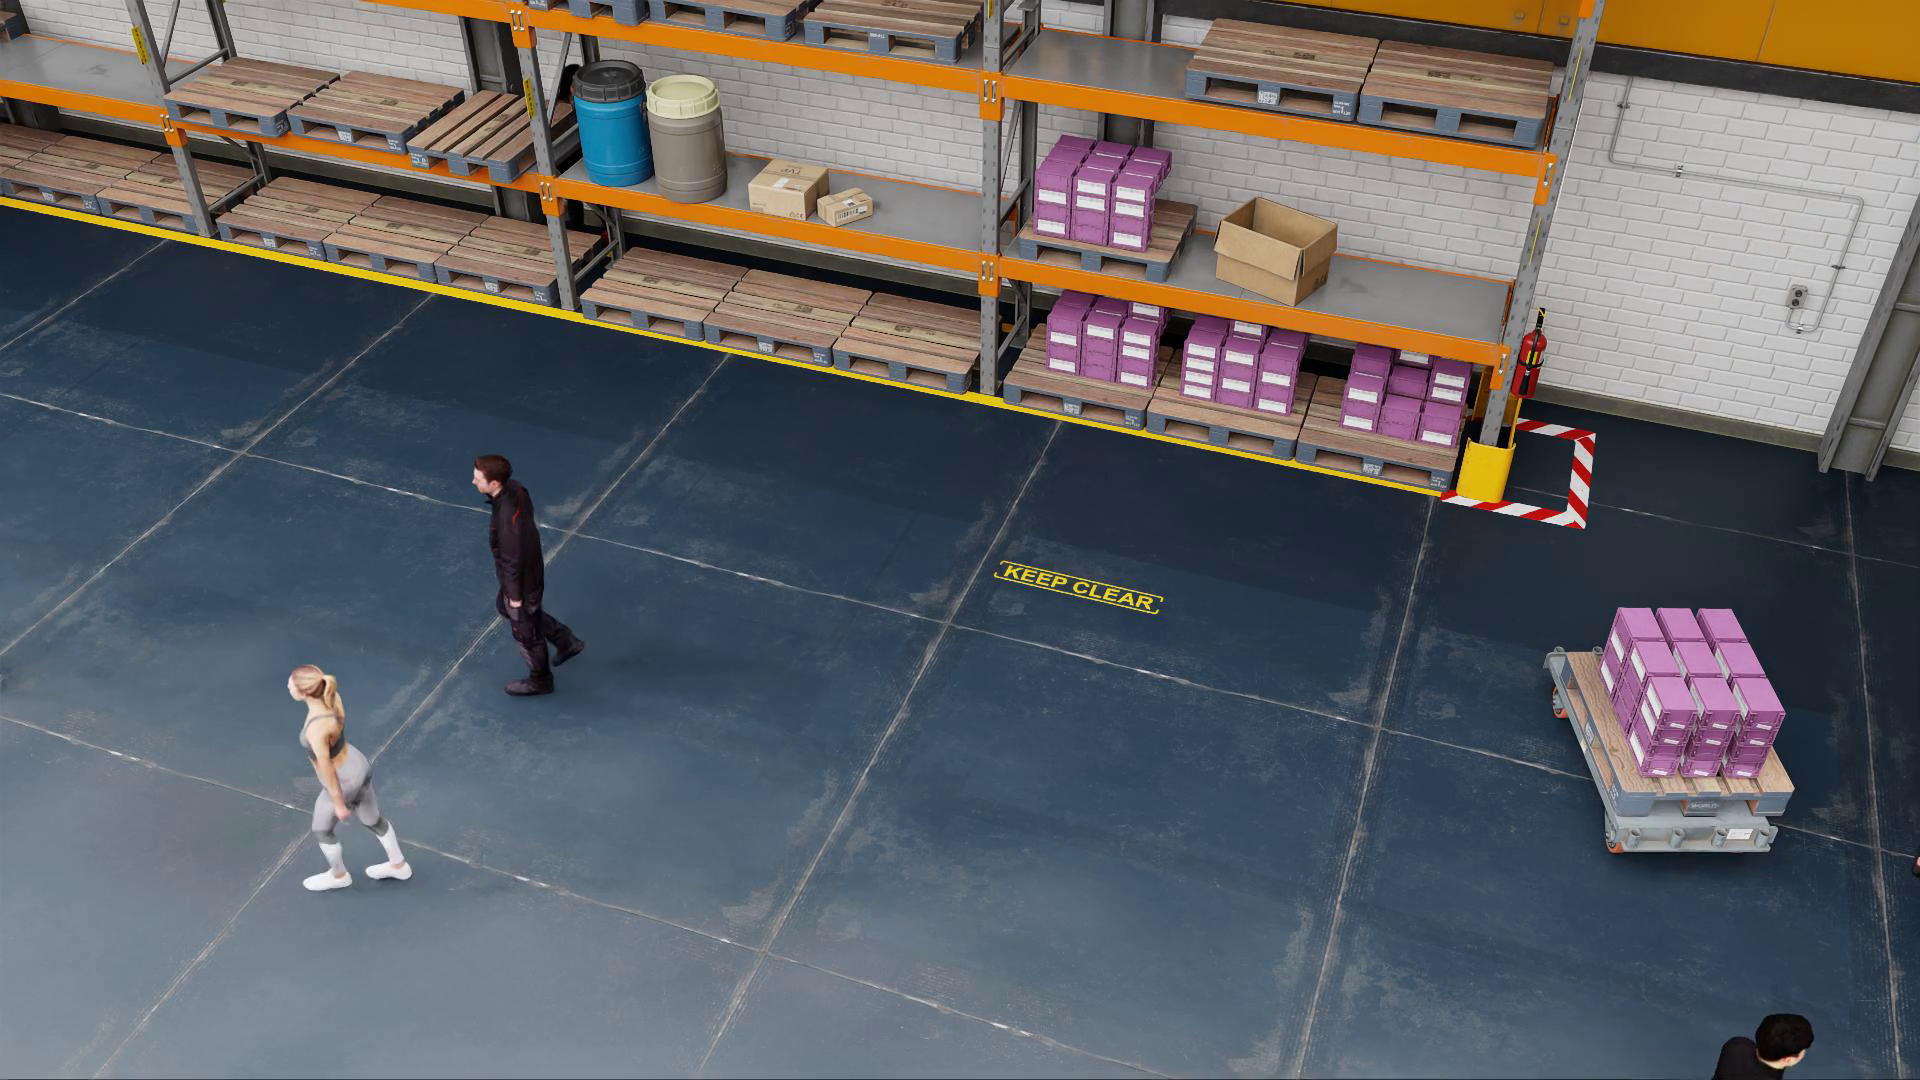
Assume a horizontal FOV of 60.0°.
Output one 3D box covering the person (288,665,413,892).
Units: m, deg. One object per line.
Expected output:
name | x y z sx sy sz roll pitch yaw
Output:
person | -3.376 1.354 9.337 0.906 1.685 0.746 0 39 0

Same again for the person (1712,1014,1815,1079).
person | 3.455 2.753 7.567 0.983 1.707 0.813 1 39 1

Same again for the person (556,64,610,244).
person | -3.467 -3.538 15.359 0.768 1.814 0.833 -15 41 -18

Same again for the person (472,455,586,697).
person | -2.729 0.222 10.579 0.944 1.903 0.876 -5 39 -7
